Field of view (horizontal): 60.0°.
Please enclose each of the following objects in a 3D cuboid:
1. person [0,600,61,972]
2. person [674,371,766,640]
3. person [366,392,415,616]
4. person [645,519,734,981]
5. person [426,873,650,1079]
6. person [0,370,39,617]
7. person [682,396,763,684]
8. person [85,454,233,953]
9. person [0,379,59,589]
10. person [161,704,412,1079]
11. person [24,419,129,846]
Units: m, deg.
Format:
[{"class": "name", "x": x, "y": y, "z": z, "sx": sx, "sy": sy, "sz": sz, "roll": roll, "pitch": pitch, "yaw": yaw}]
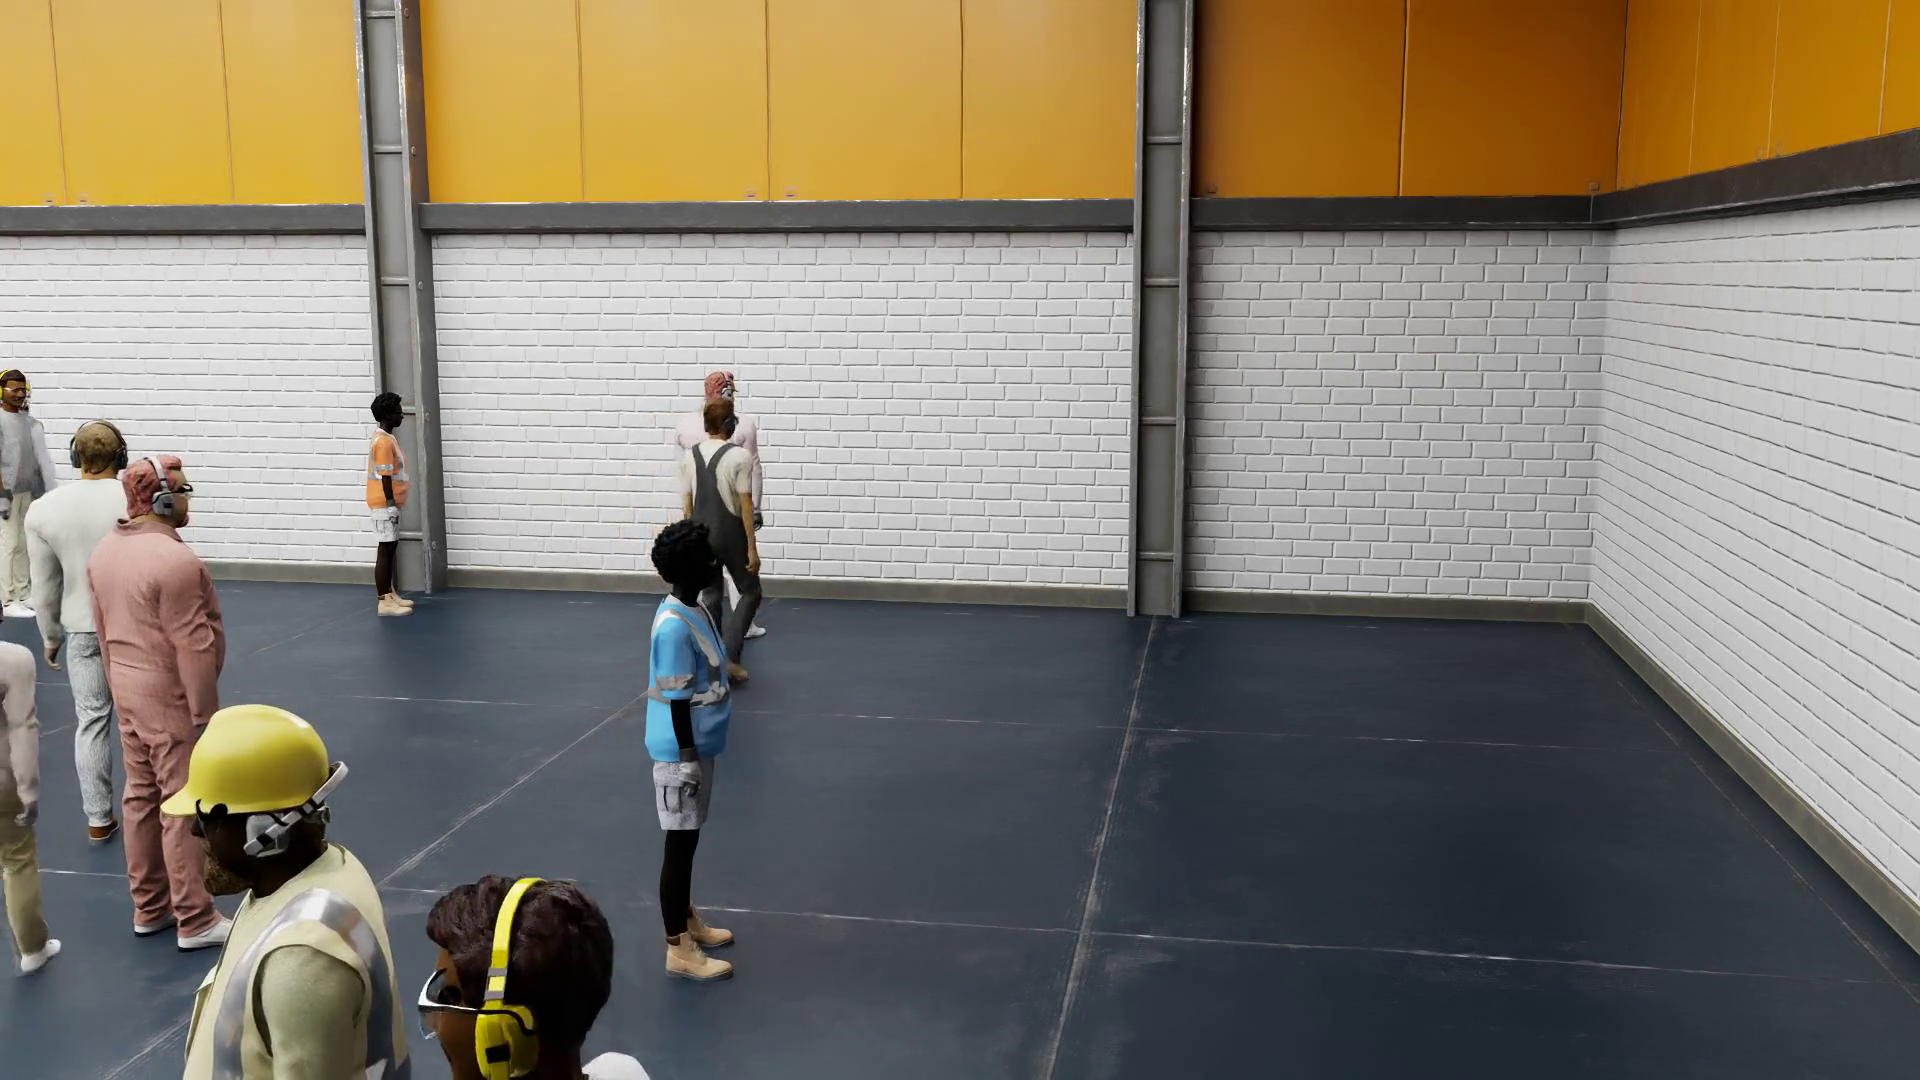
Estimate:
[{"class": "person", "x": -3.504, "y": 0.868, "z": 5.864, "sx": 0.508, "sy": 1.602, "sz": 0.823, "roll": -2, "pitch": 9, "yaw": -10}, {"class": "person", "x": -1.672, "y": -0.238, "z": 11.746, "sx": 0.637, "sy": 1.904, "sz": 0.403, "roll": 3, "pitch": 10, "yaw": 18}, {"class": "person", "x": -4.331, "y": -0.272, "z": 12.610, "sx": 0.320, "sy": 1.694, "sz": 0.531, "roll": -3, "pitch": 10, "yaw": -15}, {"class": "person", "x": -1.003, "y": 0.766, "z": 6.175, "sx": 0.318, "sy": 1.700, "sz": 0.535, "roll": -1, "pitch": 9, "yaw": -5}, {"class": "person", "x": -0.466, "y": 1.336, "z": 2.201, "sx": 0.497, "sy": 1.856, "sz": 0.509, "roll": 0, "pitch": 9, "yaw": 0}, {"class": "person", "x": -7.125, "y": -0.354, "z": 12.585, "sx": 0.336, "sy": 1.864, "sz": 0.521, "roll": 0, "pitch": 9, "yaw": 0}, {"class": "person", "x": -1.461, "y": 0.024, "z": 10.343, "sx": 0.545, "sy": 1.833, "sz": 0.401, "roll": 4, "pitch": 10, "yaw": 25}, {"class": "person", "x": -3.035, "y": 0.622, "z": 6.420, "sx": 0.637, "sy": 1.911, "sz": 0.403, "roll": 7, "pitch": 11, "yaw": 36}, {"class": "person", "x": -7.254, "y": -0.385, "z": 12.929, "sx": 0.614, "sy": 1.810, "sz": 0.516, "roll": 3, "pitch": 10, "yaw": 19}, {"class": "person", "x": -1.235, "y": 1.199, "z": 3.125, "sx": 0.403, "sy": 1.827, "sz": 0.589, "roll": -4, "pitch": 10, "yaw": -22}, {"class": "person", "x": -3.847, "y": 0.423, "z": 7.553, "sx": 0.628, "sy": 1.940, "sz": 0.378, "roll": -2, "pitch": 9, "yaw": -12}]
